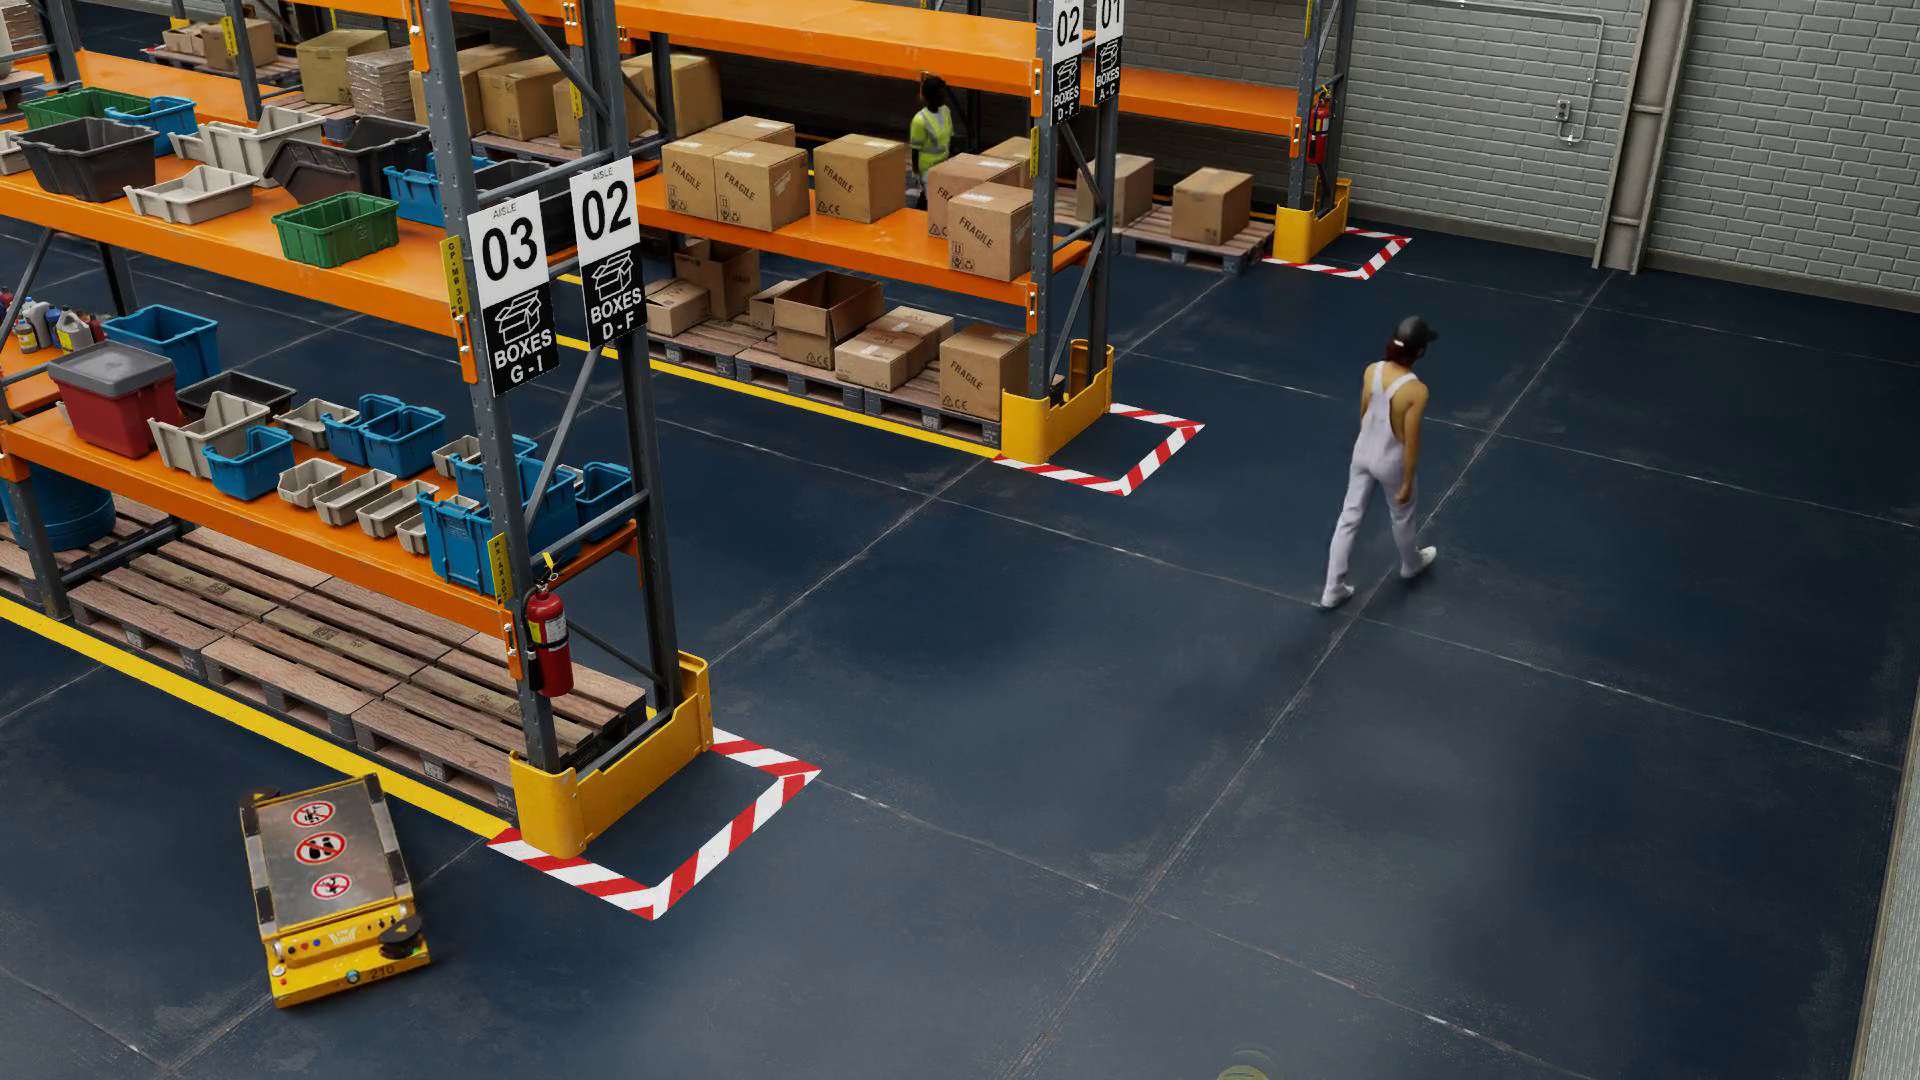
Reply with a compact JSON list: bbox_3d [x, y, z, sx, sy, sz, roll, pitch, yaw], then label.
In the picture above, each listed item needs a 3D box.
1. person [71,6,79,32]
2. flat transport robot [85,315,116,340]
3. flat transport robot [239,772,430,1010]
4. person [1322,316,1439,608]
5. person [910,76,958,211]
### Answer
[{"bbox_3d":[-11.147,-6.308,20.357,0.640,1.818,0.467,-22,36,-34],"label":"person"},{"bbox_3d":[-6.878,-1.522,13.364,1.431,0.231,0.659,18,34,30],"label":"flat transport robot"},{"bbox_3d":[-2.959,1.577,7.804,0.659,0.231,1.431,-13,32,-22],"label":"flat transport robot"},{"bbox_3d":[2.558,-0.495,9.932,0.972,1.809,0.525,-24,37,-36],"label":"person"},{"bbox_3d":[-0.170,-3.435,15.360,0.837,1.655,0.544,15,33,25],"label":"person"}]
